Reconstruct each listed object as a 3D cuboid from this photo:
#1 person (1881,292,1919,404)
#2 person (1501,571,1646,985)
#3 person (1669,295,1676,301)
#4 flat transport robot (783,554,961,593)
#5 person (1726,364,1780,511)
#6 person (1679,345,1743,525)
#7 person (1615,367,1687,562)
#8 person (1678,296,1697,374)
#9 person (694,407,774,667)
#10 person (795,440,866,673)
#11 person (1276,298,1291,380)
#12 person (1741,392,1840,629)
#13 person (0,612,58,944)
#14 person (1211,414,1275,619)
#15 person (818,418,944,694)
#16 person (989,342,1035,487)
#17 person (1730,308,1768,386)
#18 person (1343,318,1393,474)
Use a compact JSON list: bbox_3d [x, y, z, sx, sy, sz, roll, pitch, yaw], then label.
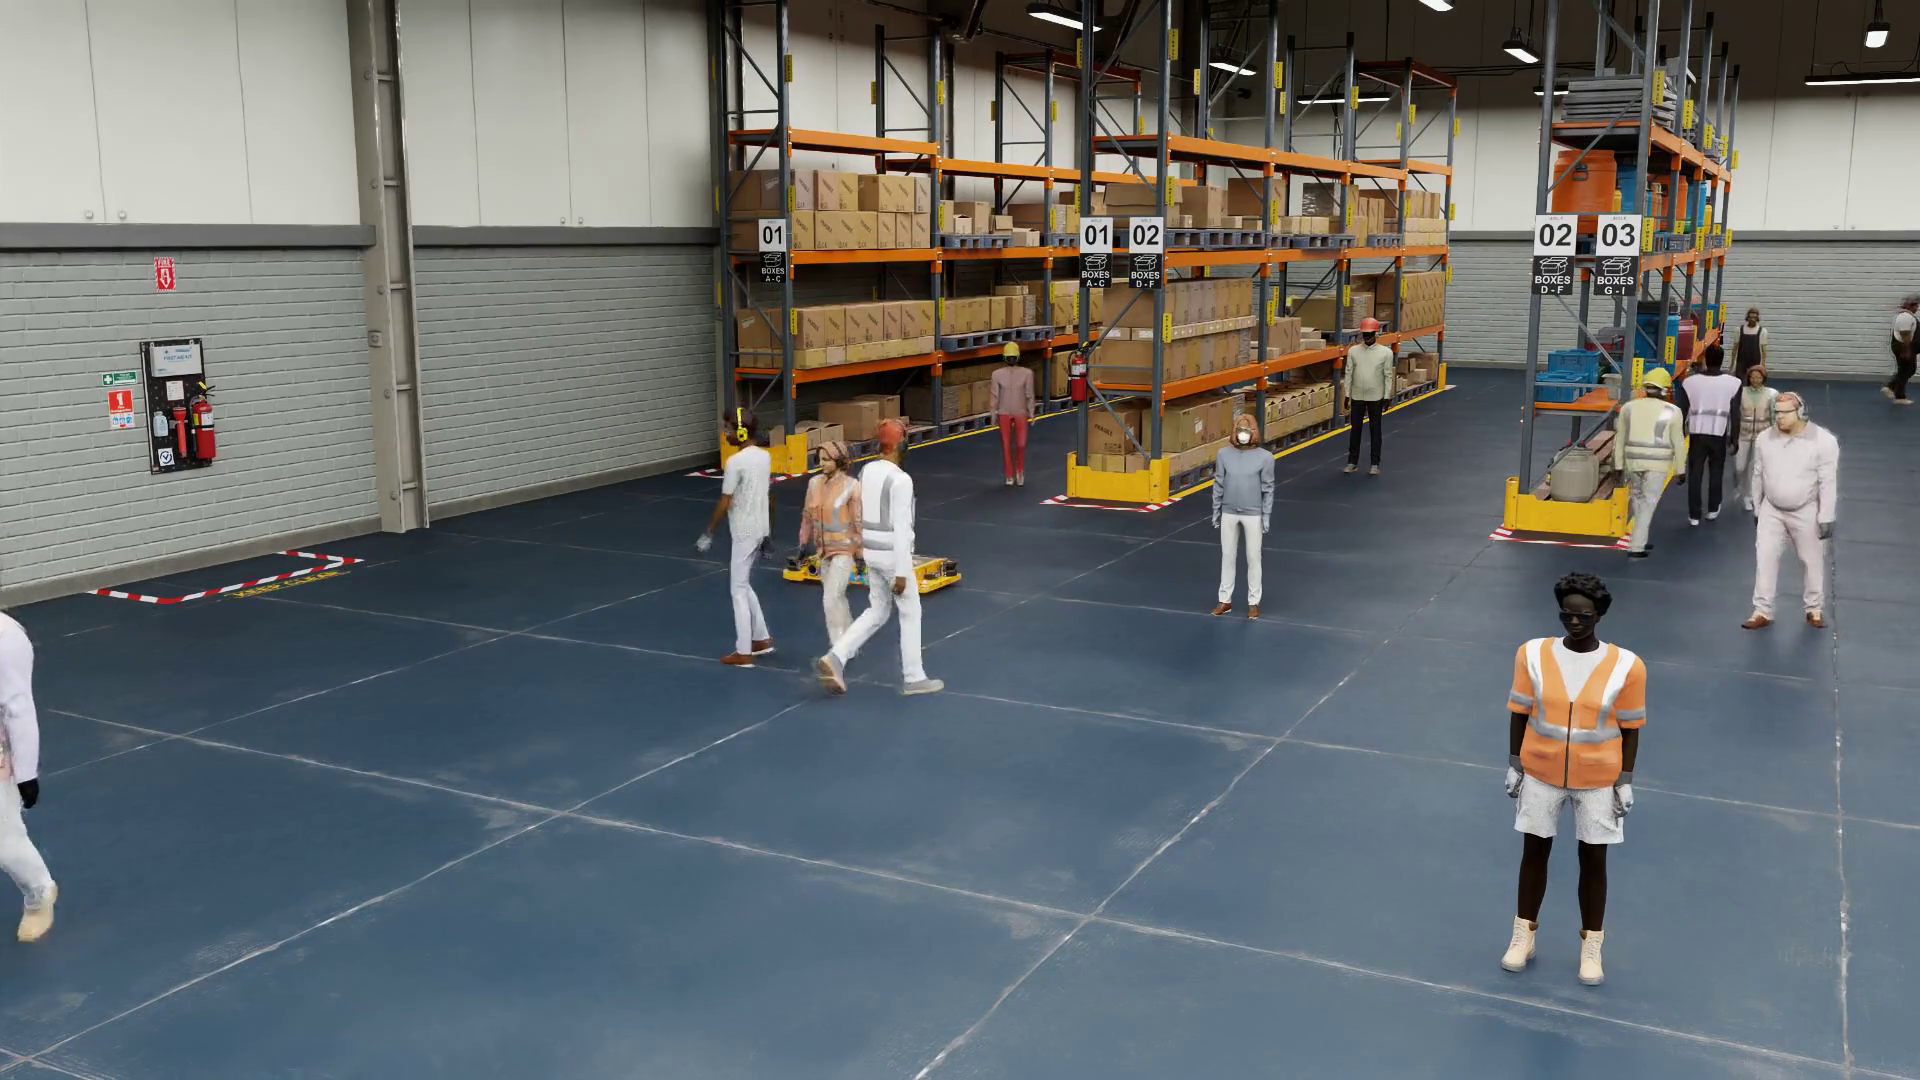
[{"bbox_3d":[17.069,-3.458,29.946,0.539,2.000,0.686,6,12,31],"label":"person"},{"bbox_3d":[2.491,0.961,6.789,0.535,1.697,0.318,5,12,26],"label":"person"},{"bbox_3d":[13.422,-3.747,31.893,0.732,1.896,0.654,-8,13,-38],"label":"person"},{"bbox_3d":[-0.771,0.253,14.536,1.431,0.197,0.652,5,12,27],"label":"flat transport robot"},{"bbox_3d":[8.786,-1.143,18.465,0.512,1.623,0.444,4,11,23],"label":"person"},{"bbox_3d":[7.961,-1.128,17.699,0.619,1.876,0.890,5,11,25],"label":"person"},{"bbox_3d":[6.525,-0.712,15.601,0.747,1.802,0.612,-9,14,-40],"label":"person"},{"bbox_3d":[14.052,-3.796,32.254,1.028,1.872,0.546,3,11,17],"label":"person"},{"bbox_3d":[-1.576,-0.019,11.728,0.486,1.854,0.507,4,11,21],"label":"person"},{"bbox_3d":[-0.915,0.114,11.631,0.589,1.620,0.527,-10,14,-43],"label":"person"},{"bbox_3d":[6.665,-4.016,33.701,0.588,1.791,0.927,4,11,22],"label":"person"},{"bbox_3d":[6.460,-0.226,12.883,0.721,1.856,0.655,-9,14,-41],"label":"person"},{"bbox_3d":[-4.048,0.906,6.779,0.630,1.811,0.875,-1,10,-5],"label":"person"},{"bbox_3d":[2.243,-0.192,13.239,0.500,1.636,0.280,5,12,26],"label":"person"},{"bbox_3d":[-0.528,0.128,10.907,0.772,1.859,0.603,-7,12,-33],"label":"person"},{"bbox_3d":[0.627,-1.511,20.095,0.555,1.745,0.551,1,10,5],"label":"person"},{"bbox_3d":[13.102,-2.935,27.675,0.550,1.824,0.665,6,12,30],"label":"person"},{"bbox_3d":[5.194,-1.835,21.218,0.612,1.995,0.382,5,12,26],"label":"person"}]
